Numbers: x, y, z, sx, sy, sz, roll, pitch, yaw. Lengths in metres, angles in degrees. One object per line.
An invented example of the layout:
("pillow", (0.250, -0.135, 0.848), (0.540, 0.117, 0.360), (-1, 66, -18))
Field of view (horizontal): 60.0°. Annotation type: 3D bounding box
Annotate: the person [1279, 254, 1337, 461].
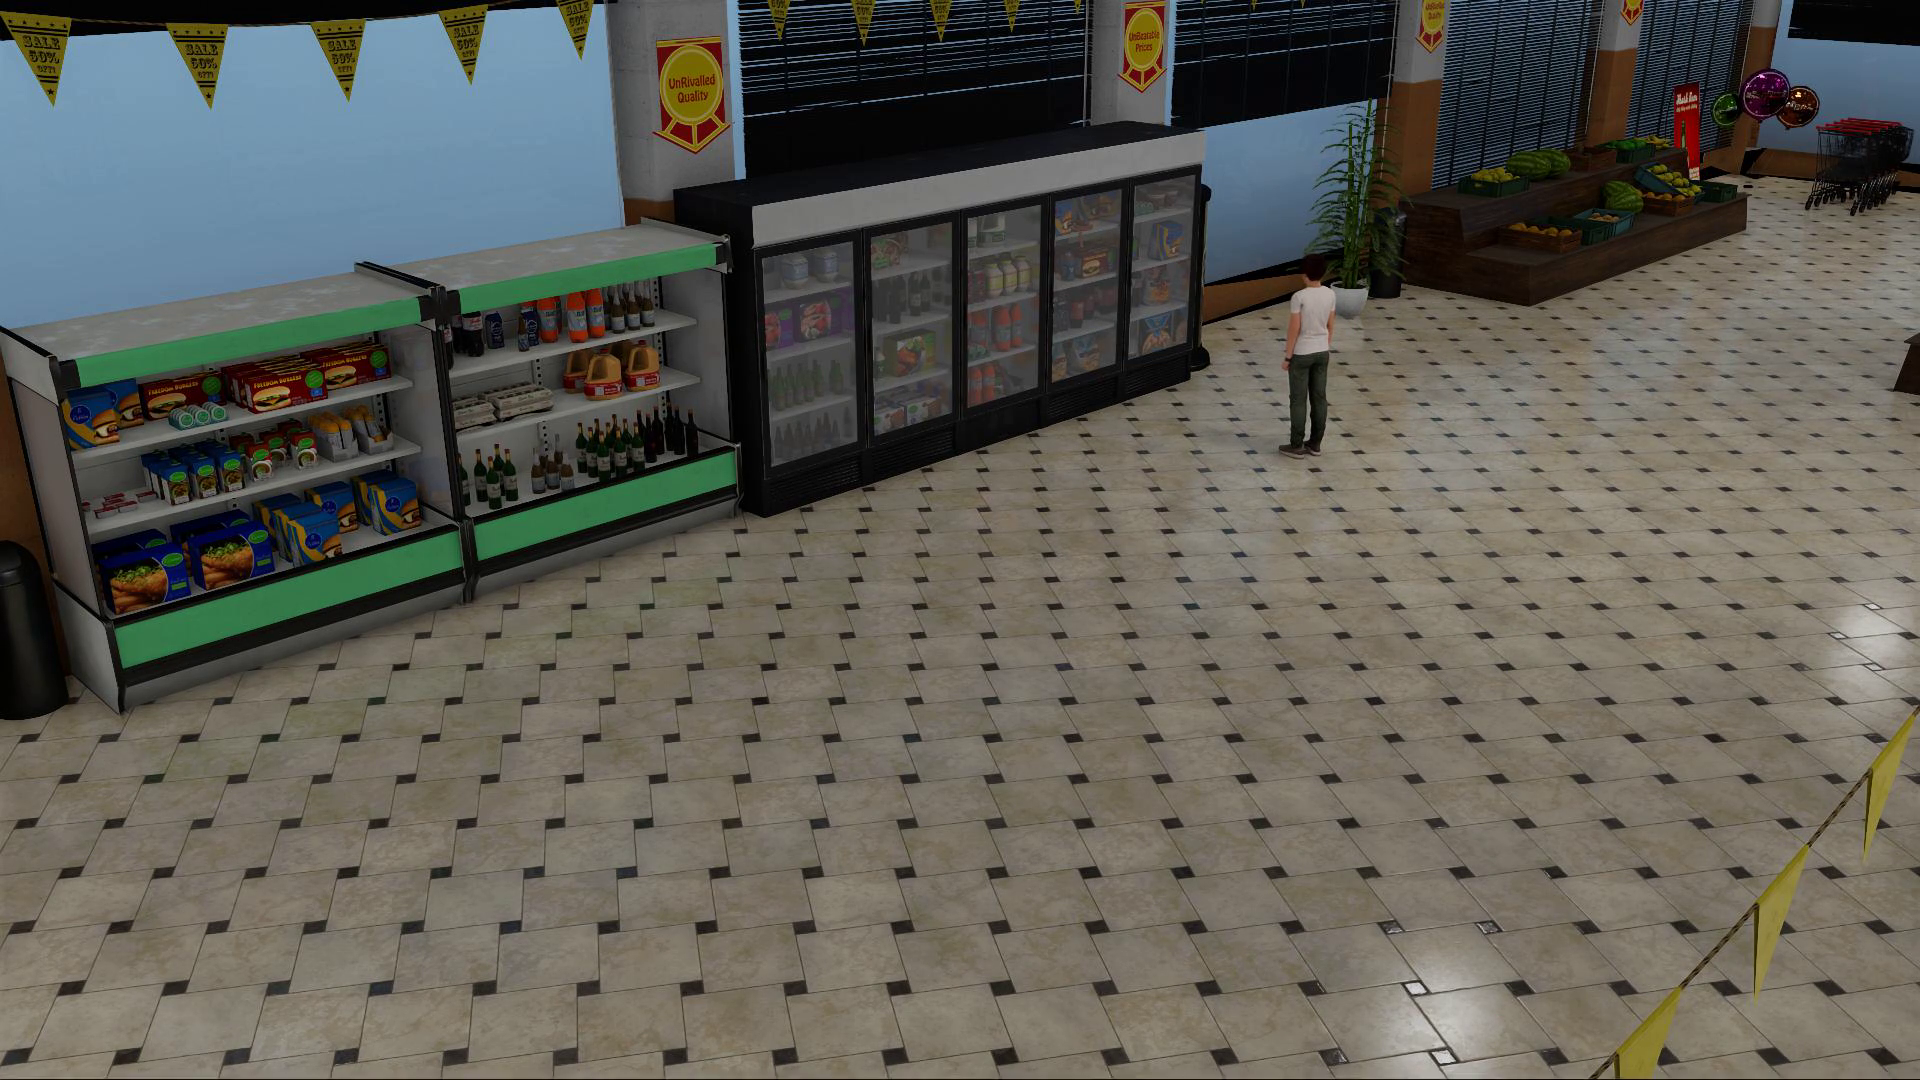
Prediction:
("person", (2.798, -1.475, 13.323), (0.600, 1.656, 0.711), (-8, 23, -18))
